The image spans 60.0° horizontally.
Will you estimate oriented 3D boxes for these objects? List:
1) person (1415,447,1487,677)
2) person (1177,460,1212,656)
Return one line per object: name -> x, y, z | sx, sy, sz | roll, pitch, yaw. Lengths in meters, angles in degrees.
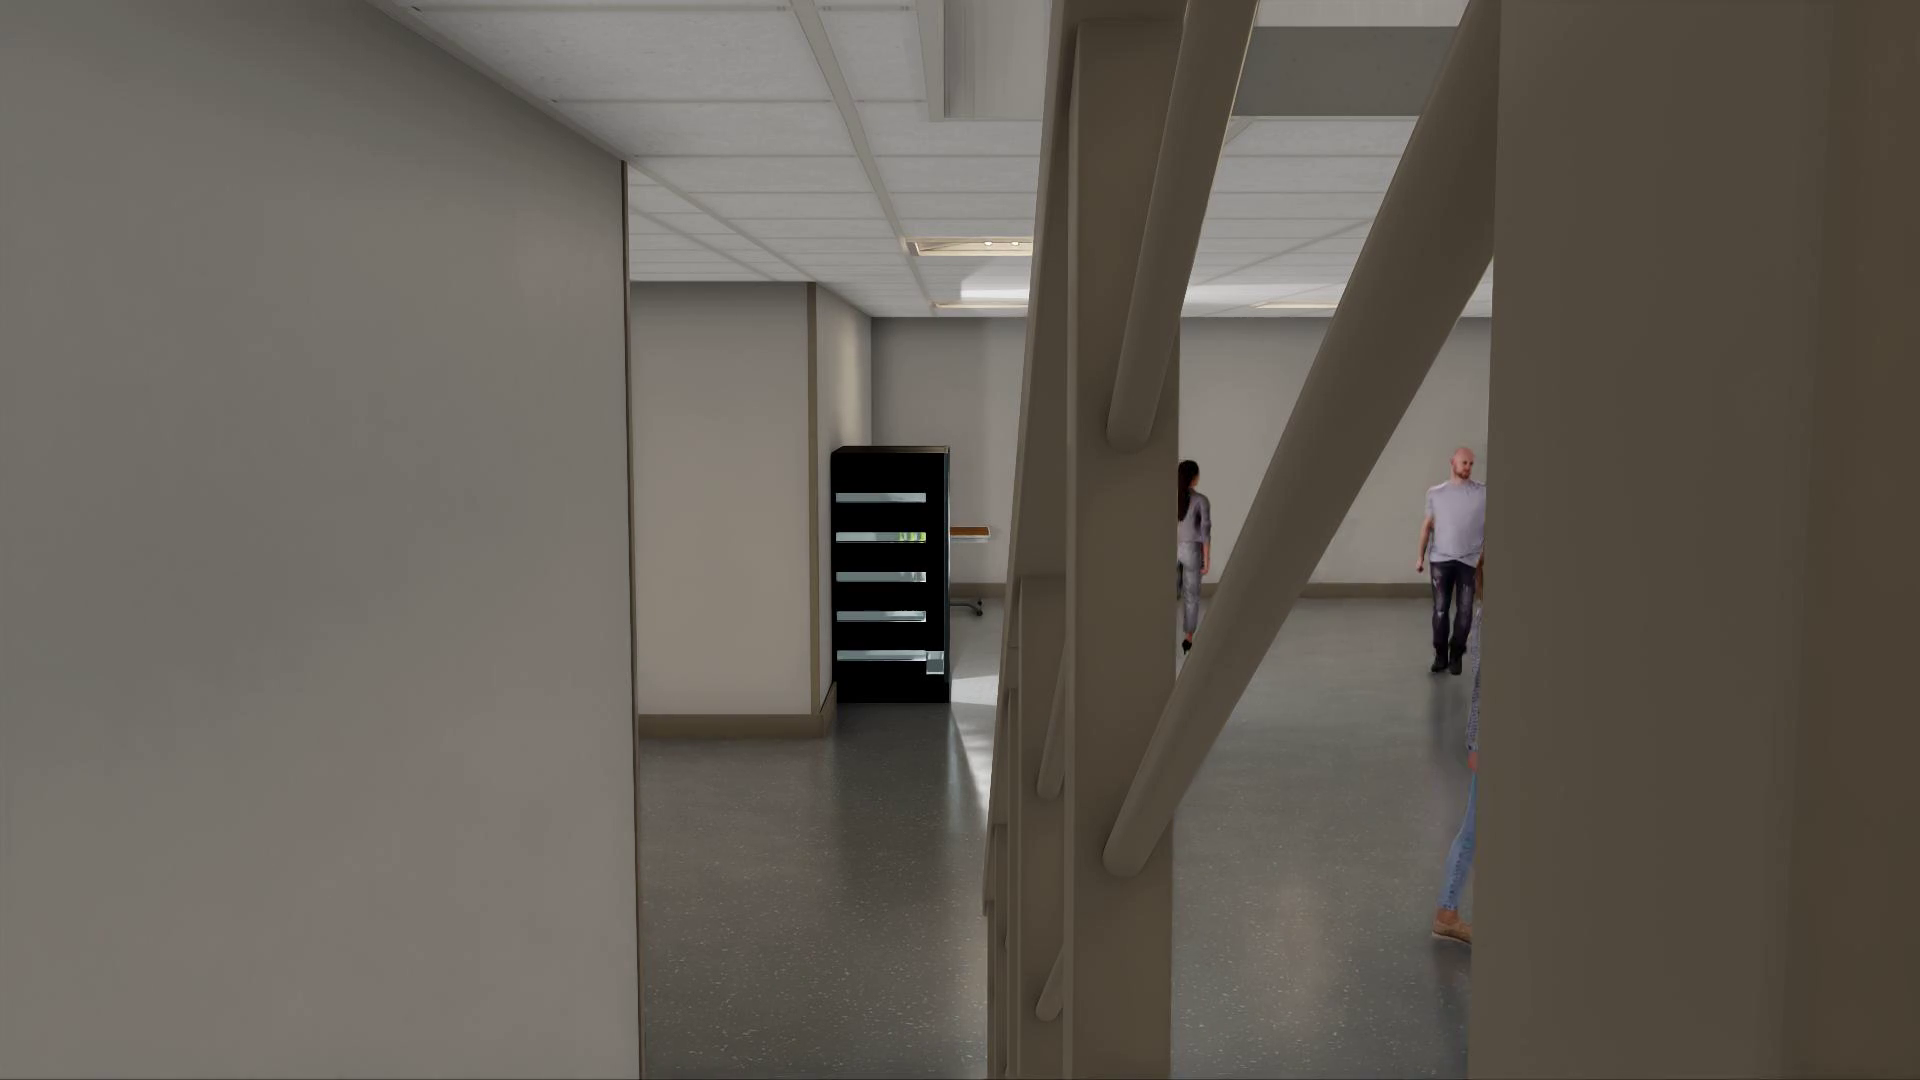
person -> 3.994, 0.166, 13.308 | 0.901, 1.811, 0.936 | 3, 6, 27
person -> 1.850, 0.171, 14.009 | 0.829, 1.660, 0.925 | 3, 7, 30
